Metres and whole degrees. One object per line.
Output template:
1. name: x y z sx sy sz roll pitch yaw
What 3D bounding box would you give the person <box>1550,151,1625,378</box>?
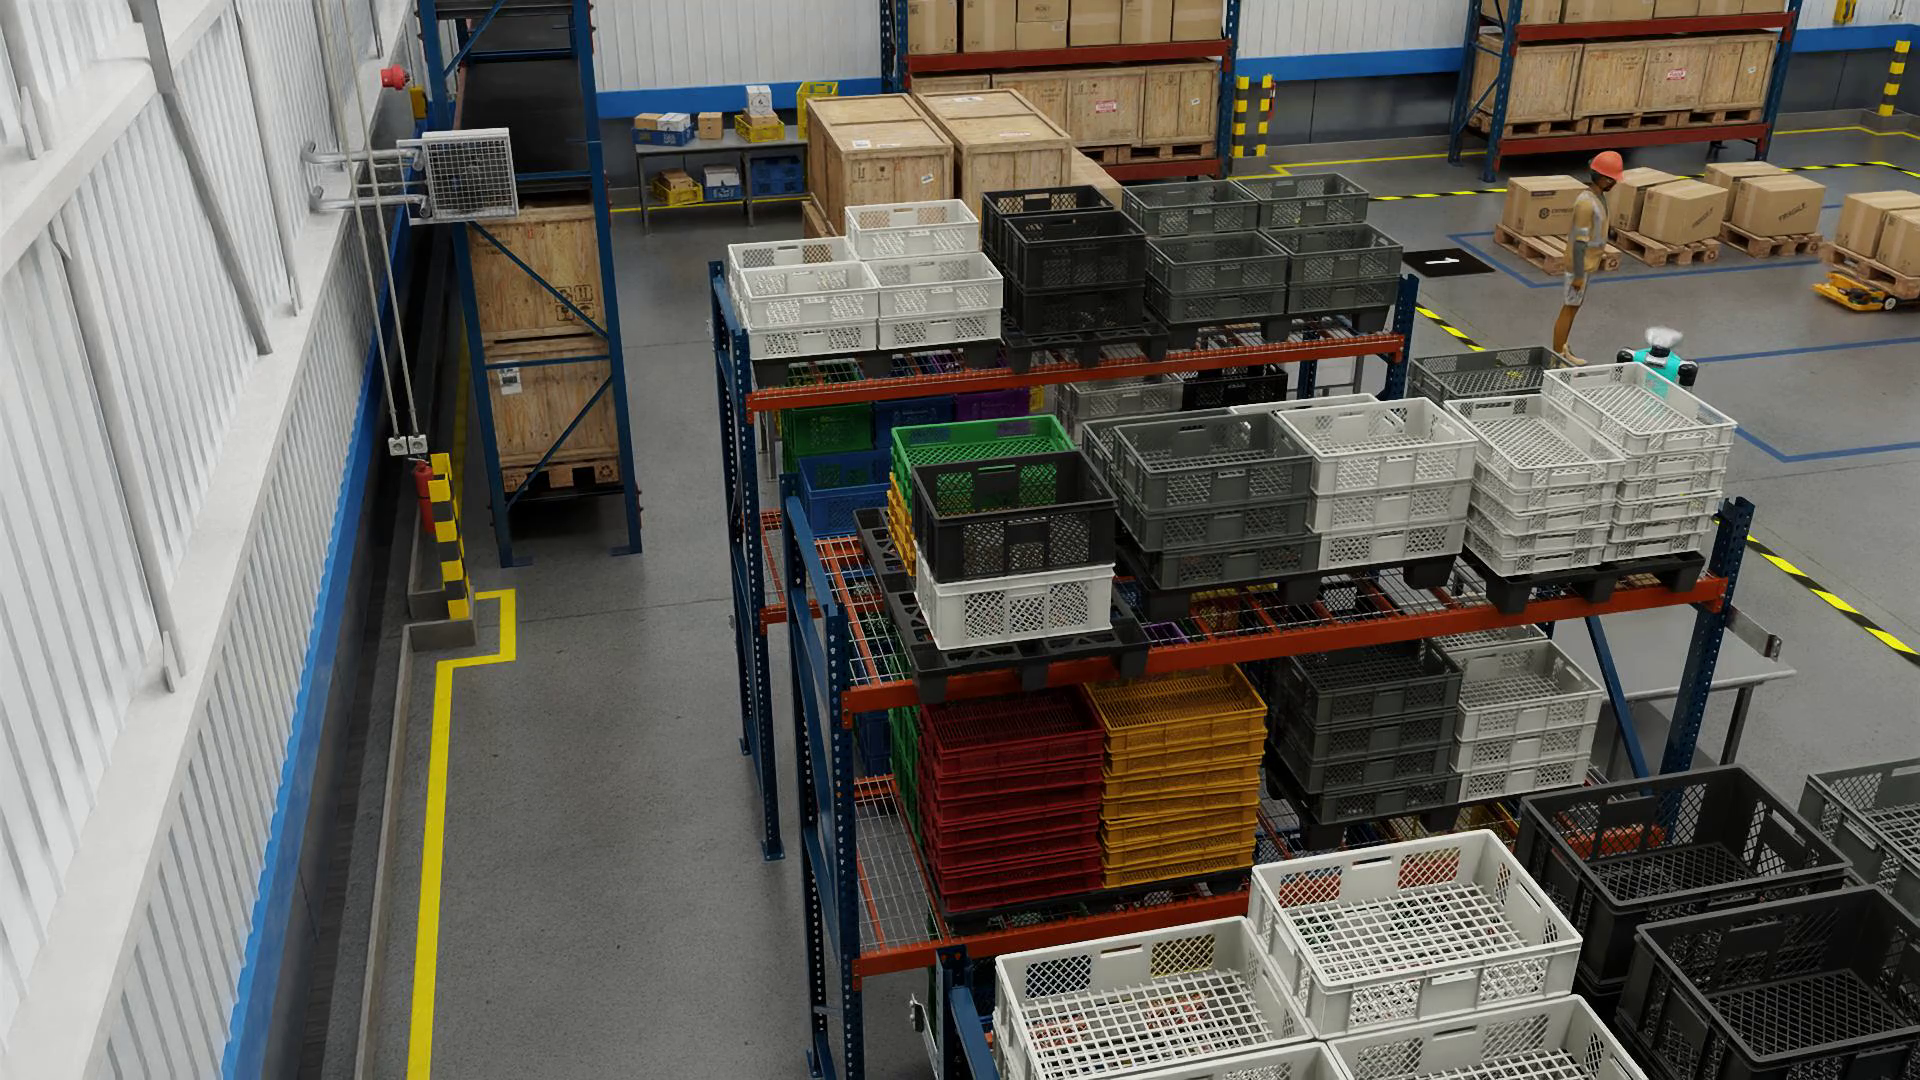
1. person: 5.575 -2.453 14.812 0.389 2.033 0.605 14 31 25

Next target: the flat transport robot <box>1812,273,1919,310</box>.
1. flat transport robot: 9.520 -2.582 16.916 1.431 0.197 0.652 -6 28 -12

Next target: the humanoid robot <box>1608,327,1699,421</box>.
1. humanoid robot: 4.880 -0.780 11.808 0.533 1.677 0.735 16 32 28

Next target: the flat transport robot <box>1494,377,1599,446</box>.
1. flat transport robot: 4.780 -1.036 14.013 0.659 0.231 1.431 -6 28 -12
